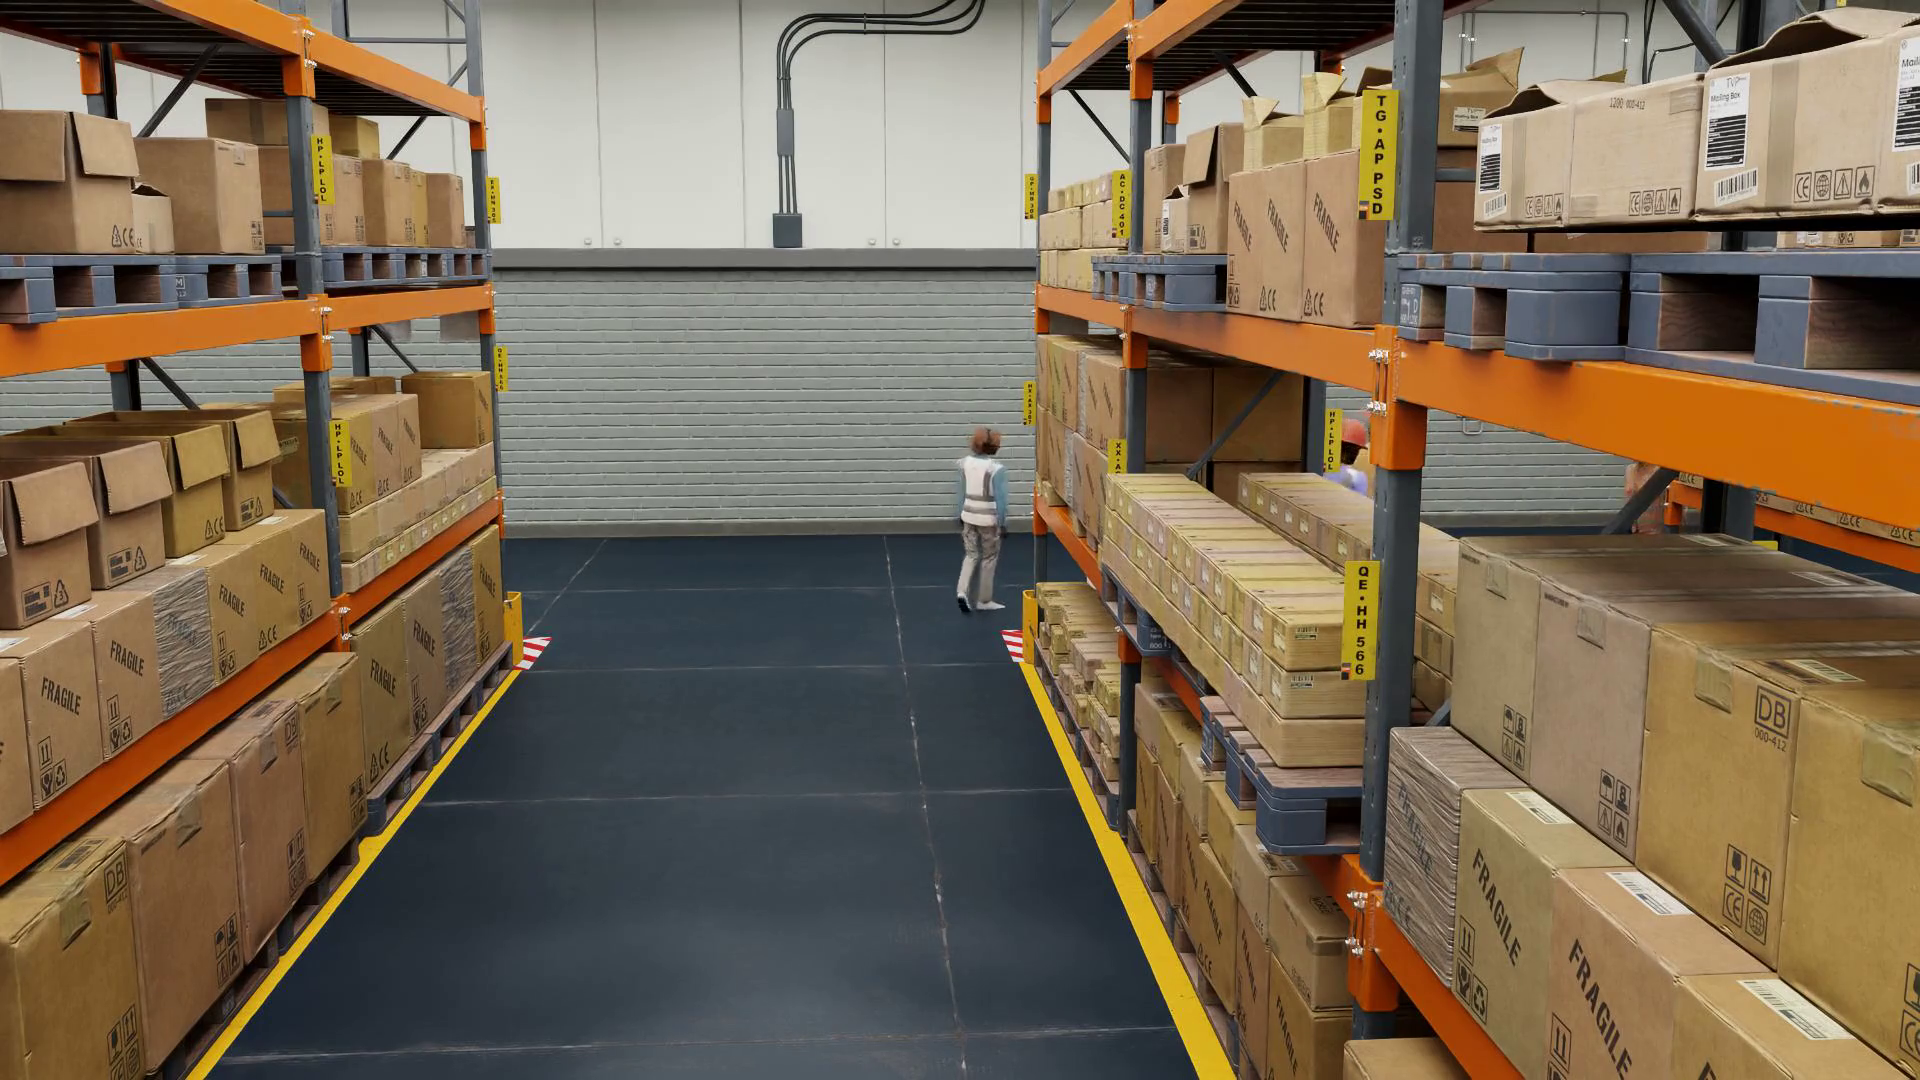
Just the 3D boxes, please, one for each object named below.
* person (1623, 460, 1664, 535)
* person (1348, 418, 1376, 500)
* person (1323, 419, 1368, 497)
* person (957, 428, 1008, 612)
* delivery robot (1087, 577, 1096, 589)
[{"bbox_3d":[5.772,-0.084,13.730,0.661,1.616,0.526,-2,10,-13],"label":"person"},{"bbox_3d":[3.112,-0.100,12.974,0.619,1.895,0.791,8,13,41],"label":"person"},{"bbox_3d":[2.664,0.094,11.795,0.738,1.894,0.580,-9,13,-44],"label":"person"},{"bbox_3d":[0.163,-0.154,14.144,0.570,1.605,0.542,8,13,40],"label":"person"},{"bbox_3d":[1.369,0.404,13.656,0.477,0.478,0.707,-8,12,-39],"label":"delivery robot"}]
